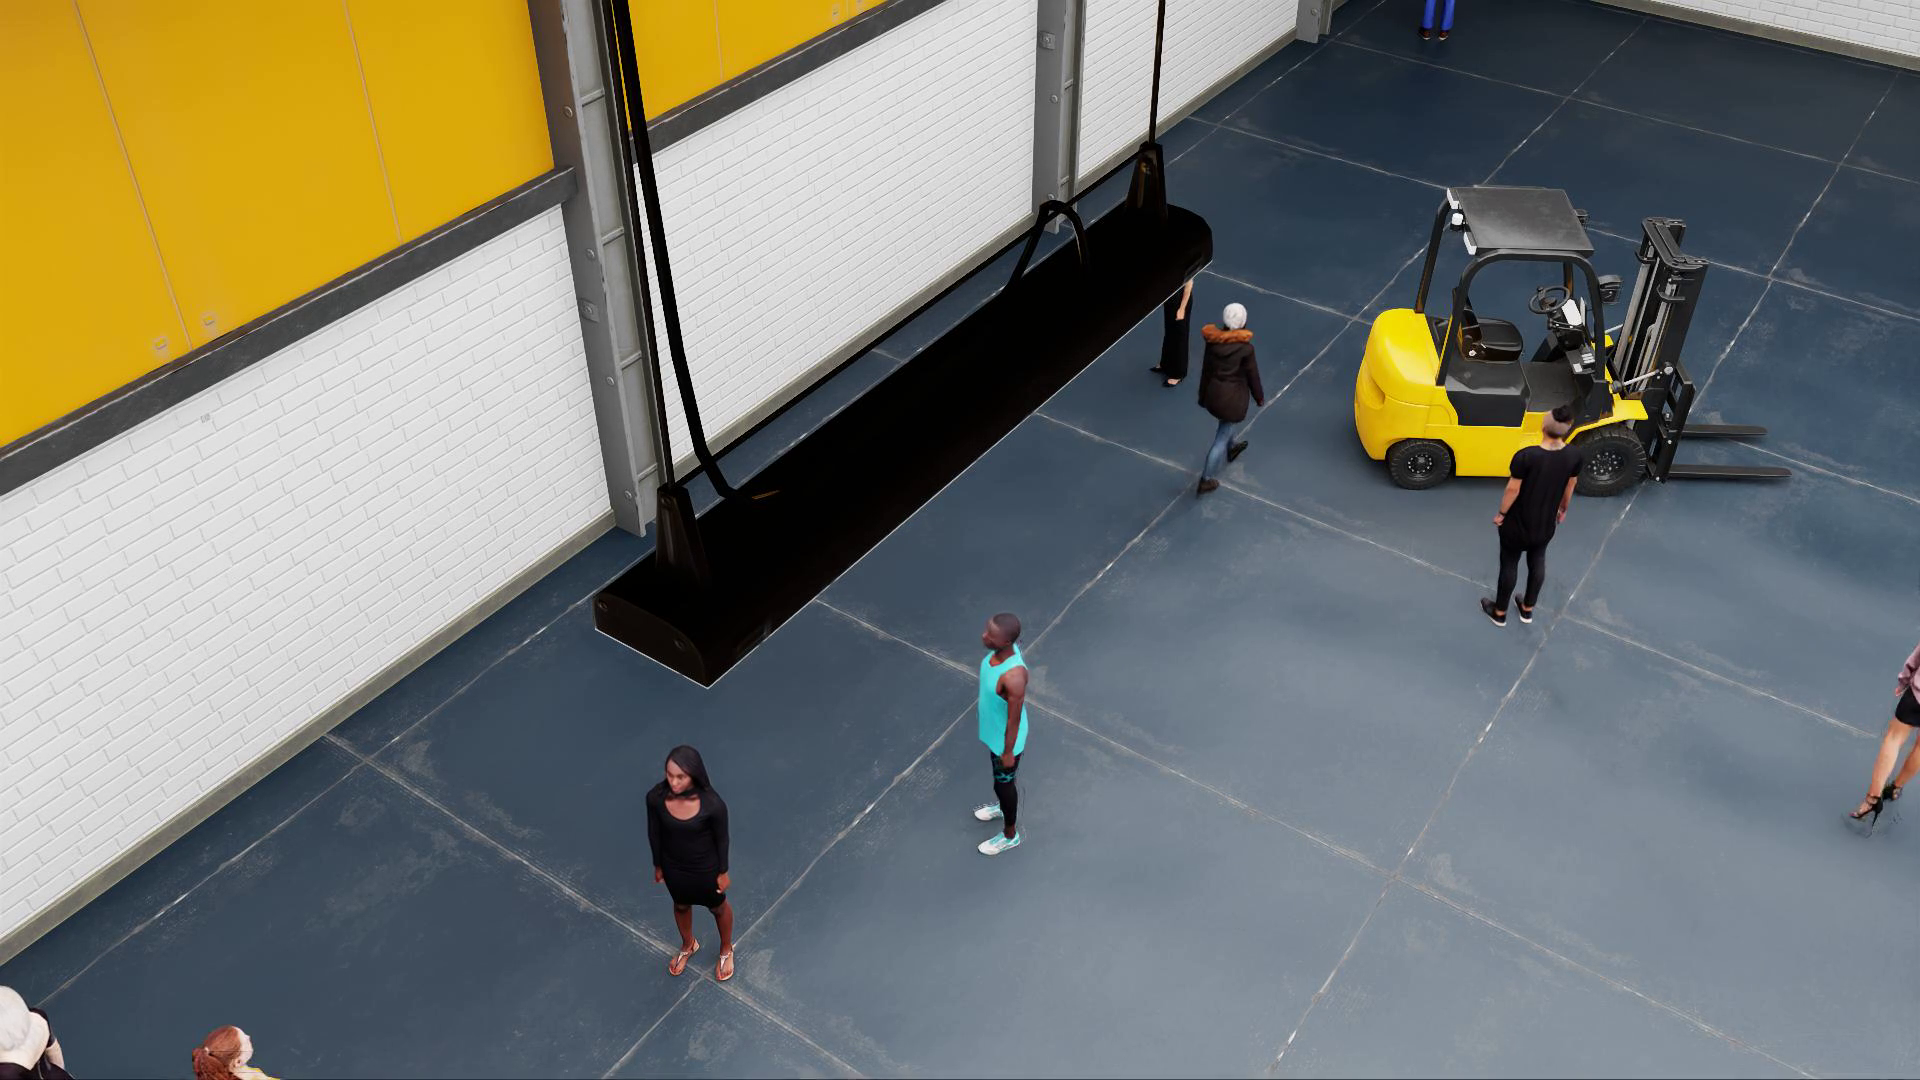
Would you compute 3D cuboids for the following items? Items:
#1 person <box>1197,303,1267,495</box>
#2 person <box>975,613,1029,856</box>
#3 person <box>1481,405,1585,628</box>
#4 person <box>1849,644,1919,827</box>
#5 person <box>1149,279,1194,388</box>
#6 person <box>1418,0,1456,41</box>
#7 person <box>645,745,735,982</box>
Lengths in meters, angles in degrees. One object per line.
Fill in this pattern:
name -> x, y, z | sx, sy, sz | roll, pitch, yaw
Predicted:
person -> 2.057, -1.071, 12.951 | 0.756, 1.600, 1.050 | 32, 48, 34
person -> 0.285, 1.139, 10.018 | 0.760, 1.807, 0.711 | -7, 39, -9
person -> 4.007, -0.188, 11.633 | 0.768, 1.865, 0.827 | -6, 39, -8
person -> 5.922, 1.043, 10.154 | 0.638, 1.787, 0.836 | 22, 44, 25
person -> 1.858, -2.053, 14.176 | 0.695, 1.605, 0.656 | -10, 40, -12
person -> 5.901, -7.026, 20.198 | 0.781, 1.861, 0.763 | 7, 39, 8
person -> -1.484, 1.800, 9.260 | 0.685, 1.720, 0.665 | 6, 39, 7
